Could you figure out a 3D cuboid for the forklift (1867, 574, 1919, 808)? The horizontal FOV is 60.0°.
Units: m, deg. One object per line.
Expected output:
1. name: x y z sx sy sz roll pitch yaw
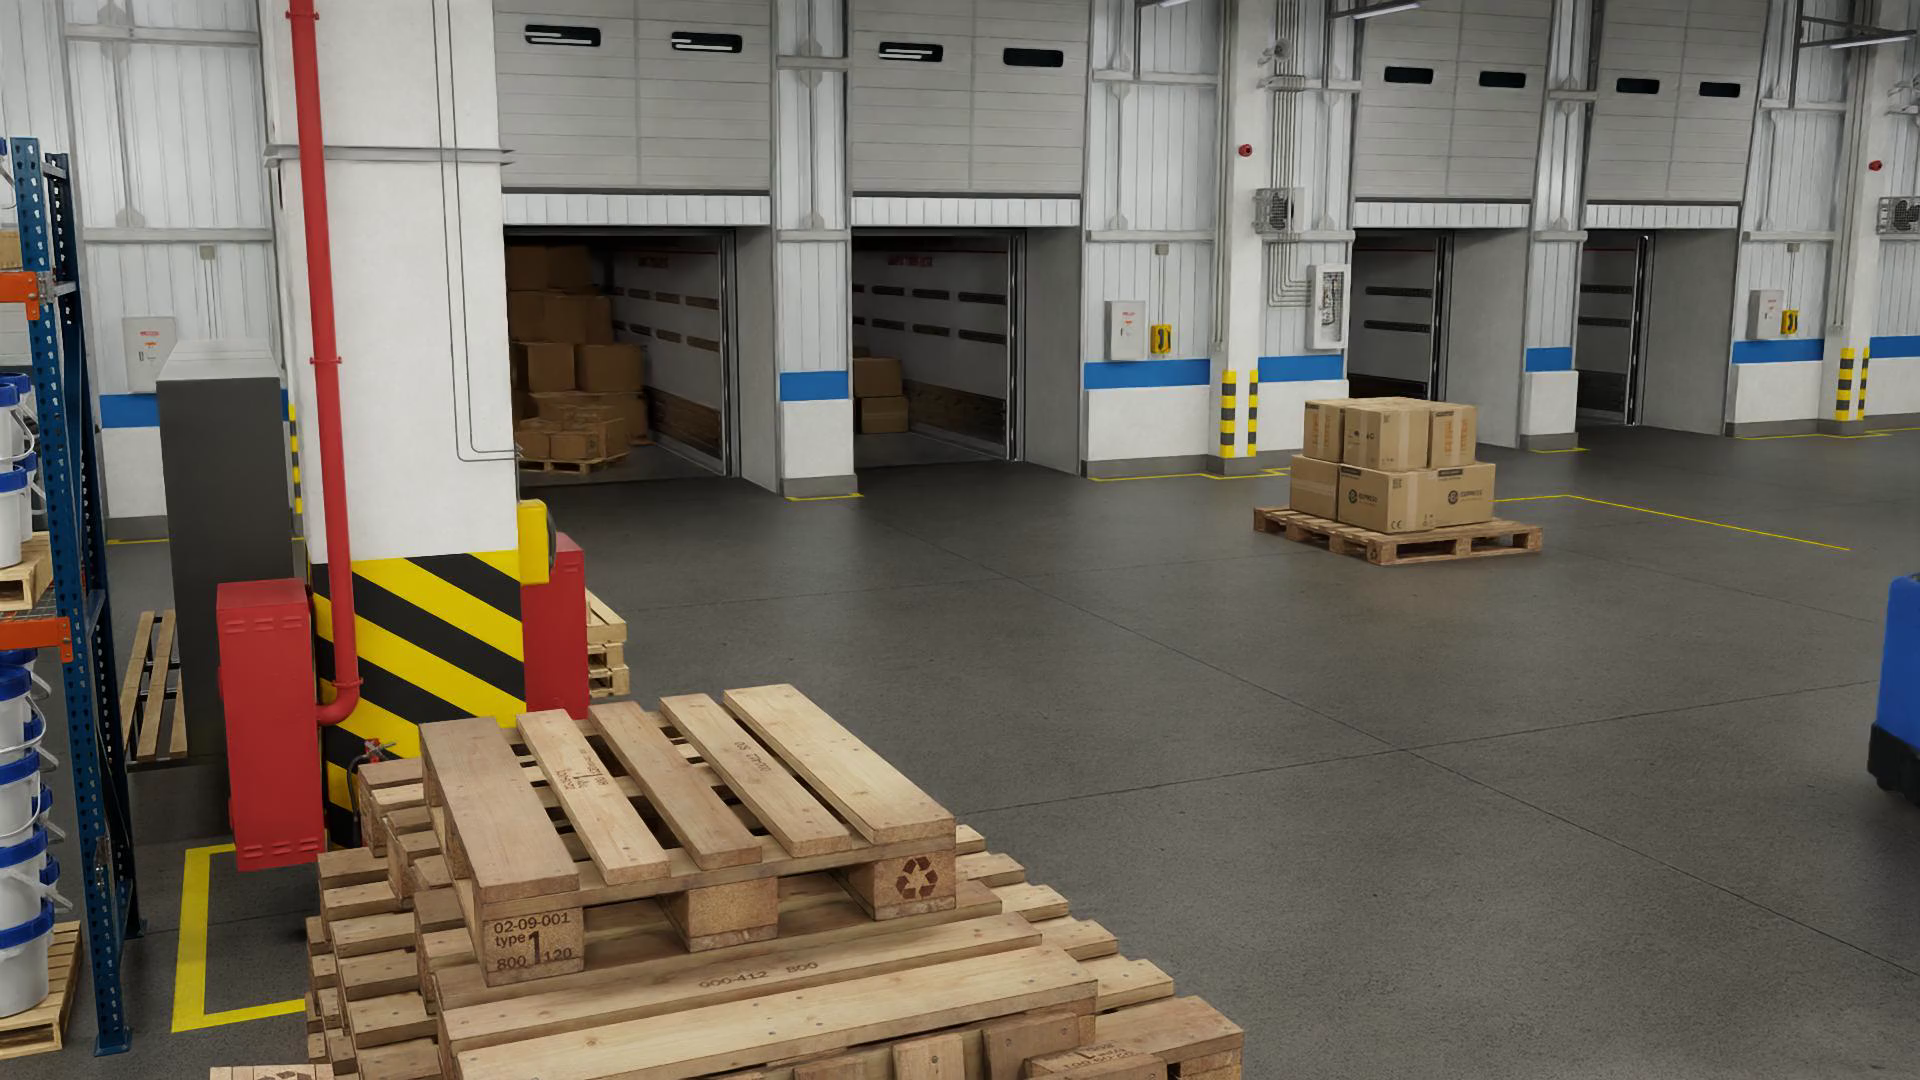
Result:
1. forklift: 5.046 -0.008 7.229 1.129 2.768 1.873 0 10 1
